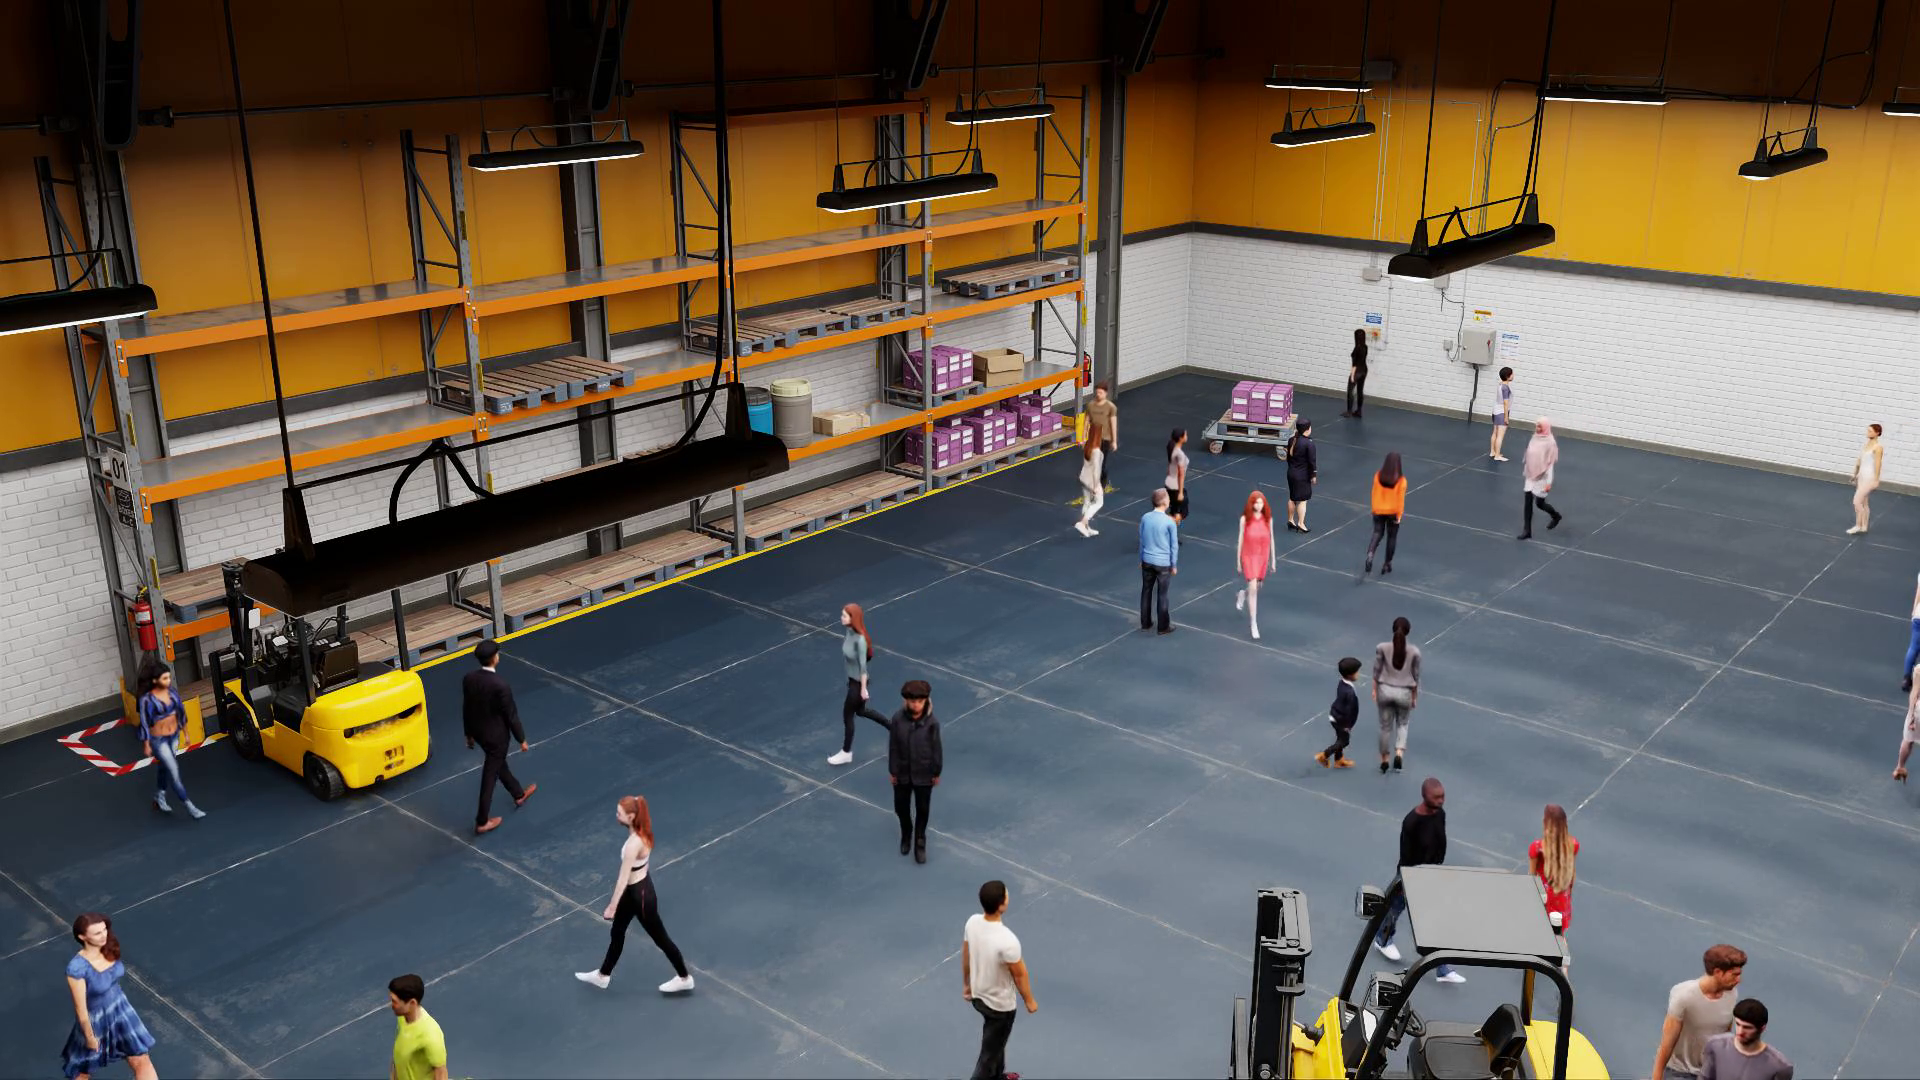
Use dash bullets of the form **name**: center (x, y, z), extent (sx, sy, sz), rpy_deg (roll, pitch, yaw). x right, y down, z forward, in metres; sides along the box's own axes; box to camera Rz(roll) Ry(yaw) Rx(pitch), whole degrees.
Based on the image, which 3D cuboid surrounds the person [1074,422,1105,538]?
- **person**: center (1.789, -0.828, 23.691), extent (0.795, 1.694, 0.731), rpy_deg (-9, 21, -25)

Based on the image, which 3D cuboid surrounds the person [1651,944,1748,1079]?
- **person**: center (4.719, 3.398, 10.863), extent (0.915, 1.871, 0.989), rpy_deg (-2, 19, -5)

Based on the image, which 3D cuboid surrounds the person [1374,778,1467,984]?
- **person**: center (3.598, 2.663, 13.316), extent (1.153, 1.699, 0.950), rpy_deg (-10, 21, -28)

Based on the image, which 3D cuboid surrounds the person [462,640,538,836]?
- **person**: center (-4.425, 1.863, 15.455), extent (0.822, 1.850, 1.115), rpy_deg (11, 22, 30)

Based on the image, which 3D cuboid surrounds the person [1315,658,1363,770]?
- **person**: center (3.801, 1.764, 16.747), extent (0.771, 1.212, 0.710), rpy_deg (-3, 19, -8)

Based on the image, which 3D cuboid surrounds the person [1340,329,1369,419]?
- **person**: center (7.322, -3.028, 30.317), extent (0.588, 1.634, 0.693), rpy_deg (-15, 24, -37)

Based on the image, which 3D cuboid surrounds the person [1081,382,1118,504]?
- **person**: center (2.189, -1.534, 25.605), extent (0.889, 1.810, 1.304), rpy_deg (9, 21, 25)

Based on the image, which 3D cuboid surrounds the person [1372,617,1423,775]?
- **person**: center (4.315, 1.589, 16.554), extent (0.708, 1.668, 0.719), rpy_deg (5, 19, 15)

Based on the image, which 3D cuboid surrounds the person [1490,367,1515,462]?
- **person**: center (9.045, -2.128, 27.752), extent (0.711, 1.565, 0.636), rpy_deg (0, 19, 0)

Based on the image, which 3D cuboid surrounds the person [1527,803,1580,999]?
- **person**: center (4.637, 2.836, 13.000), extent (0.910, 1.573, 1.000), rpy_deg (-1, 19, -2)

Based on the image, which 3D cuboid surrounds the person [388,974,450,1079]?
- **person**: center (-3.411, 3.527, 10.756), extent (0.698, 1.694, 0.700), rpy_deg (-13, 23, -34)

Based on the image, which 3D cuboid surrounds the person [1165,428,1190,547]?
- **person**: center (2.940, -0.708, 23.274), extent (0.857, 1.731, 0.797), rpy_deg (-4, 19, -11)

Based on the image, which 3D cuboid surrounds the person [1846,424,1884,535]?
- **person**: center (13.122, -0.871, 23.915), extent (0.766, 1.631, 0.703), rpy_deg (-1, 19, -2)

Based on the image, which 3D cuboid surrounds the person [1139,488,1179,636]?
- **person**: center (2.411, 0.248, 20.308), extent (0.659, 1.813, 0.560), rpy_deg (13, 23, 34)

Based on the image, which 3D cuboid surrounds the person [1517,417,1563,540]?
- **person**: center (8.309, -0.873, 23.682), extent (1.073, 1.785, 0.871), rpy_deg (-8, 20, -21)

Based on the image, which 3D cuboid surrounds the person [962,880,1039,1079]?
- **person**: center (0.160, 3.216, 11.542), extent (0.851, 1.783, 0.755), rpy_deg (-12, 22, -32)

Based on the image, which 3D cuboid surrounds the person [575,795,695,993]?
- **person**: center (-2.383, 2.801, 12.916), extent (1.174, 1.693, 1.102), rpy_deg (-2, 19, -6)

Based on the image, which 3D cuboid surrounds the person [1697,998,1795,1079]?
- **person**: center (4.813, 3.625, 10.243), extent (0.680, 1.837, 0.868), rpy_deg (15, 24, 38)

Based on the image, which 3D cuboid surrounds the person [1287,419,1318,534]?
- **person**: center (4.913, -0.928, 24.024), extent (0.732, 1.671, 0.763), rpy_deg (-12, 22, -31)

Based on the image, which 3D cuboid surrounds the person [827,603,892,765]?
- **person**: center (-0.956, 1.461, 16.850), extent (1.133, 1.721, 0.949), rpy_deg (-6, 19, -16)

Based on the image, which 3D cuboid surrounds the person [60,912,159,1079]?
- **person**: center (-5.864, 3.325, 11.254), extent (1.049, 1.760, 1.175), rpy_deg (4, 19, 13)

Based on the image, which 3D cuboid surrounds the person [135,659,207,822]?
- **person**: center (-7.591, 1.899, 15.770), extent (0.863, 1.580, 1.026), rpy_deg (9, 20, 24)

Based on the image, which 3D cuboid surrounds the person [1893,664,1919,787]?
- **person**: center (9.297, 1.771, 15.895), extent (0.896, 1.742, 1.178), rpy_deg (5, 19, 13)

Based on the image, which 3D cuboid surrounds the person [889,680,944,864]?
- **person**: center (-0.418, 2.045, 15.047), extent (0.768, 1.765, 0.821), rpy_deg (0, 19, 0)

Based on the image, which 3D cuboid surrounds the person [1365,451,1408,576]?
- **person**: center (5.645, -0.327, 22.135), extent (0.624, 1.736, 0.868), rpy_deg (14, 23, 36)

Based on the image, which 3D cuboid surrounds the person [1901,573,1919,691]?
- **person**: center (10.814, 0.916, 18.529), extent (0.556, 1.682, 0.610), rpy_deg (-17, 25, -41)

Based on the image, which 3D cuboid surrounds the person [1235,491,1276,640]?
- **person**: center (3.573, 0.259, 20.313), extent (1.138, 1.788, 1.116), rpy_deg (-4, 19, -11)
